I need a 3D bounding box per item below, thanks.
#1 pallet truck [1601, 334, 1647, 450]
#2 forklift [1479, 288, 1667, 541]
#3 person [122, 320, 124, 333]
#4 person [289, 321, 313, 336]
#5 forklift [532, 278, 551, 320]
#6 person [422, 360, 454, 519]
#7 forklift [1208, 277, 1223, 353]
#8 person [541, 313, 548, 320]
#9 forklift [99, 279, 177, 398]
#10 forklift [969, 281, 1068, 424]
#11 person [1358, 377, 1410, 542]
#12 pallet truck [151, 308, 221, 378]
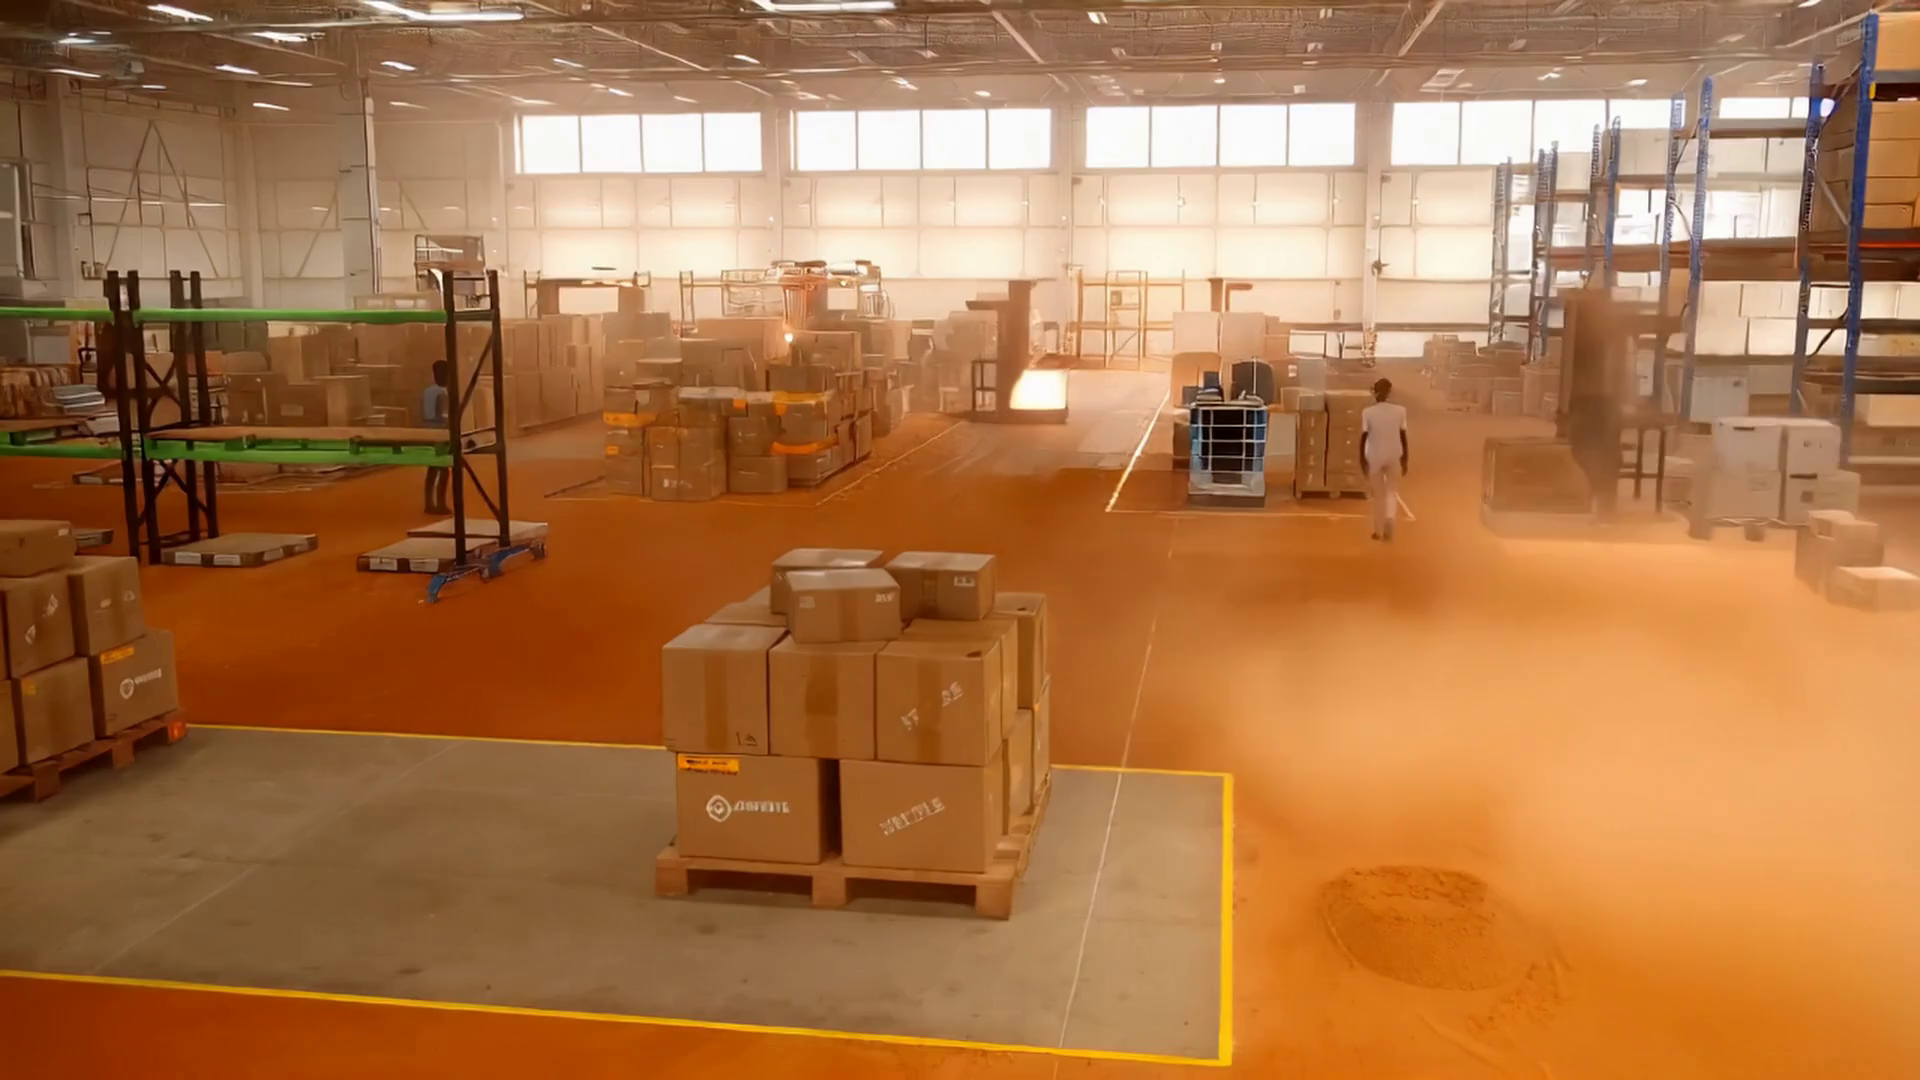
[{"bbox_3d":[11.253,-2.573,28.499,0.823,1.965,1.885,5,10,27],"label":"pallet truck"},{"bbox_3d":[7.001,-1.461,18.922,1.873,2.768,1.129,1,9,9],"label":"forklift"},{"bbox_3d":[-25.906,-6.095,51.355,0.314,1.629,0.509,-1,9,-3],"label":"person"},{"bbox_3d":[-17.435,-5.035,44.076,0.623,1.863,0.637,-4,10,-25],"label":"person"},{"bbox_3d":[-11.293,-5.709,45.126,1.873,2.768,1.129,-3,10,-19],"label":"forklift"},{"bbox_3d":[-6.366,-1.238,20.430,0.620,1.953,0.395,8,12,42],"label":"person"},{"bbox_3d":[7.440,-6.244,48.424,1.873,2.768,1.129,1,9,9],"label":"forklift"},{"bbox_3d":[-11.200,-5.111,44.452,0.845,1.914,0.634,-4,10,-22],"label":"person"},{"bbox_3d":[-19.606,-4.720,39.027,1.873,2.768,1.129,1,9,9],"label":"forklift"},{"bbox_3d":[1.194,-3.753,33.059,1.873,2.768,1.129,1,9,9],"label":"forklift"},{"bbox_3d":[4.730,-0.883,18.545,0.565,1.844,0.517,1,9,9],"label":"person"},{"bbox_3d":[-21.869,-5.598,47.154,0.823,1.965,1.885,4,10,26],"label":"pallet truck"}]
